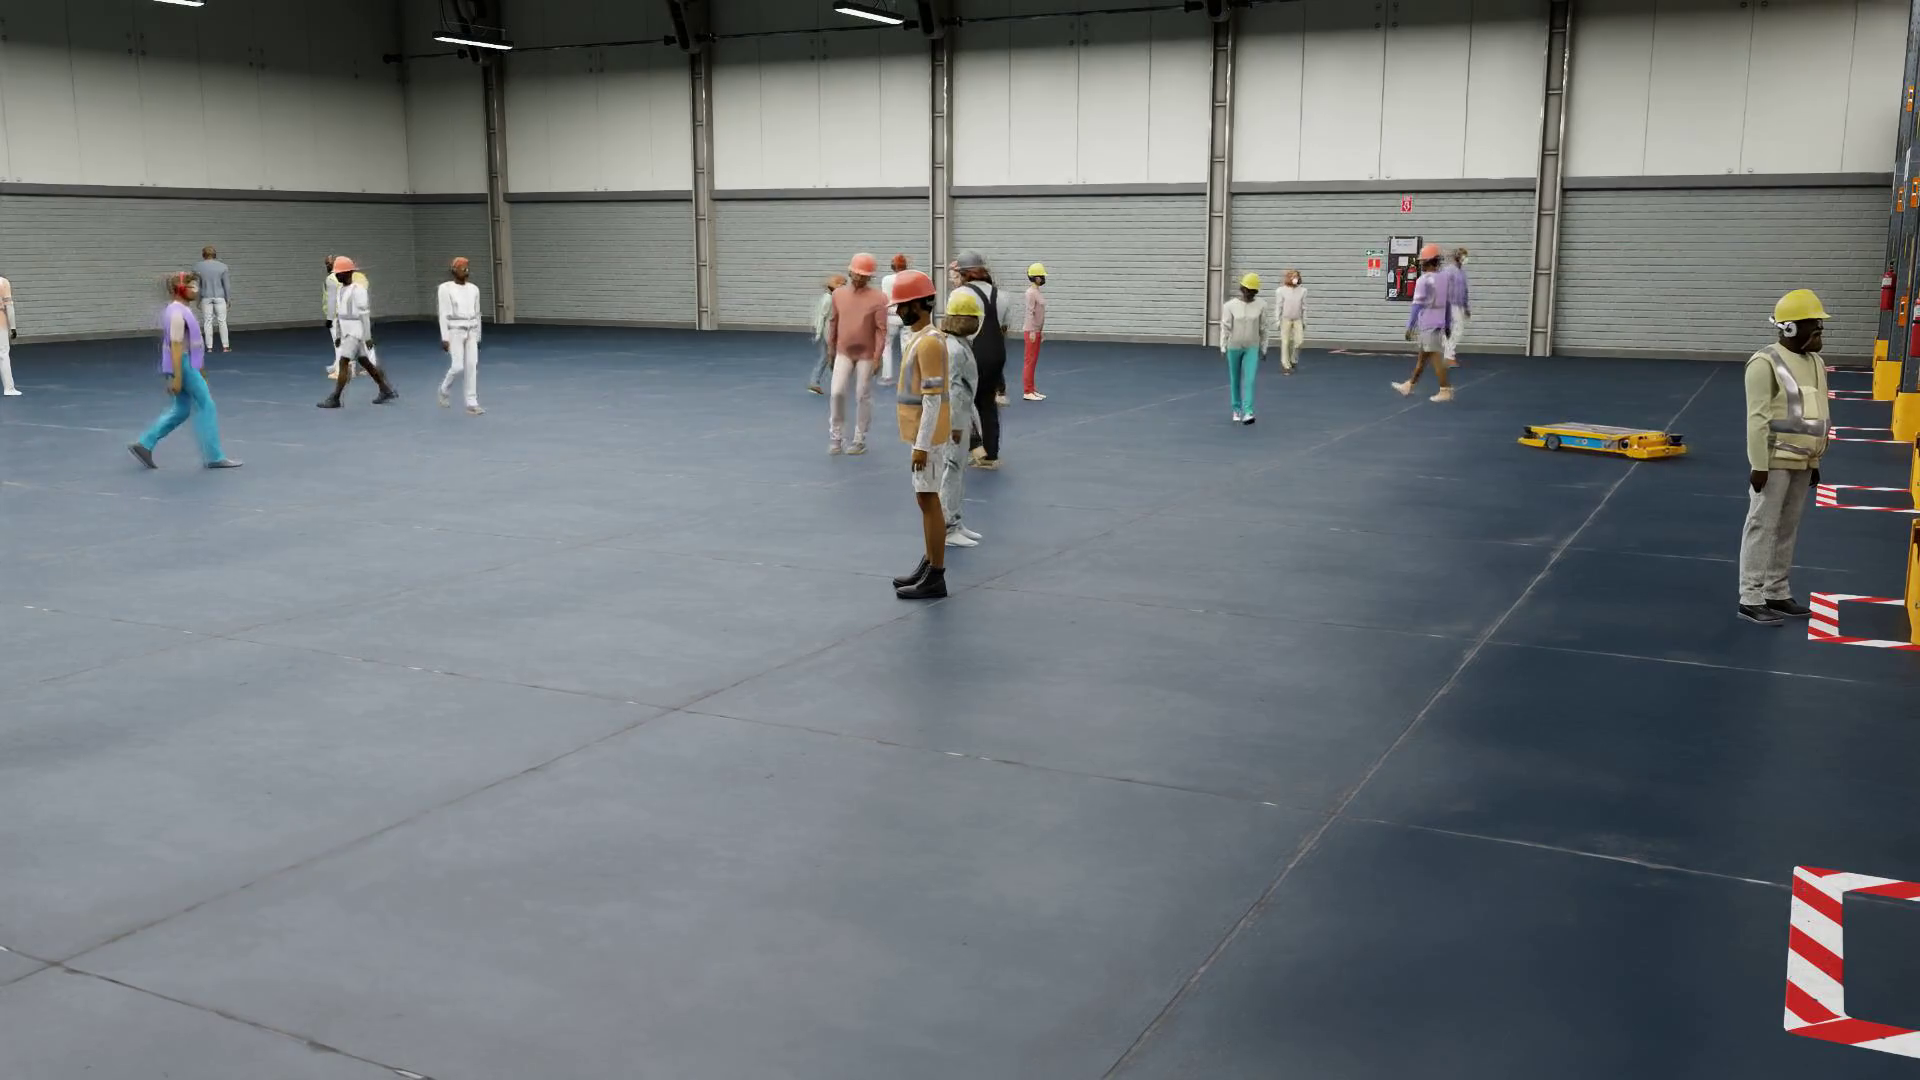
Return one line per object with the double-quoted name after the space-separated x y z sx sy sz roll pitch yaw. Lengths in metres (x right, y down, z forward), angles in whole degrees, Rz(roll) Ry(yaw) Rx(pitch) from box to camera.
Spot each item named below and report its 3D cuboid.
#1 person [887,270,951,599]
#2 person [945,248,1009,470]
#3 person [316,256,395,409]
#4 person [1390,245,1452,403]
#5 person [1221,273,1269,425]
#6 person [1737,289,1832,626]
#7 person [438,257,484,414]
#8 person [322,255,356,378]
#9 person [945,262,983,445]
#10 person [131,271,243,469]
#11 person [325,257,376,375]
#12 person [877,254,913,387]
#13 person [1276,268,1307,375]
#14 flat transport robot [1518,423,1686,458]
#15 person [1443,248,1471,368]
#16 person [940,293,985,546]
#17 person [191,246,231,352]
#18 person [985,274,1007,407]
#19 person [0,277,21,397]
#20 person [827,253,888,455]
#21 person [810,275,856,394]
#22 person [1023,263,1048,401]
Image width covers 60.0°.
-0.241 -0.614 9.791 0.374 1.928 0.542 -1 10 -3 "person"
0.128 -1.644 15.096 0.717 2.000 0.549 -10 15 -44 "person"
-7.557 -2.596 20.763 0.570 1.878 1.043 10 14 43 "person"
5.965 -2.770 21.367 0.650 1.986 1.041 -9 14 -41 "person"
3.220 -2.155 18.814 0.549 1.697 0.920 1 10 5 "person"
4.555 -0.453 9.163 0.586 1.837 0.403 -7 13 -34 "person"
-5.978 -2.438 19.891 0.574 1.871 0.593 8 13 36 "person"
-9.285 -3.332 24.852 0.429 1.842 0.620 2 11 10 "person"
0.106 -1.805 16.423 0.538 1.883 0.829 -5 11 -23 "person"
-7.097 -1.532 15.117 0.855 1.814 0.571 -5 11 -25 "person"
-9.275 -3.387 25.285 0.860 1.794 0.635 3 11 15 "person"
-0.902 -3.075 23.379 0.619 1.861 0.754 -6 12 -28 "person"
5.074 -3.336 25.457 0.498 1.624 0.354 -1 10 -6 "person"
6.316 -0.996 16.391 0.652 0.197 1.431 -8 13 -35 "flat transport robot"
8.014 -3.711 26.685 0.556 1.924 0.658 9 14 40 "person"
0.016 -0.825 11.462 0.313 1.739 0.484 1 10 5 "person"
-13.642 -4.392 30.363 0.631 1.940 0.372 -4 11 -21 "person"
0.222 -2.485 20.700 0.830 1.654 0.554 4 11 19 "person"
-12.796 -2.850 21.986 0.587 1.927 0.367 -2 11 -9 "person"
-1.011 -1.781 16.056 0.637 1.958 0.620 3 11 13 "person"
-1.694 -2.732 22.231 0.804 1.594 0.521 4 11 19 "person"
0.987 -2.694 21.597 0.328 1.760 0.524 2 11 13 "person"
